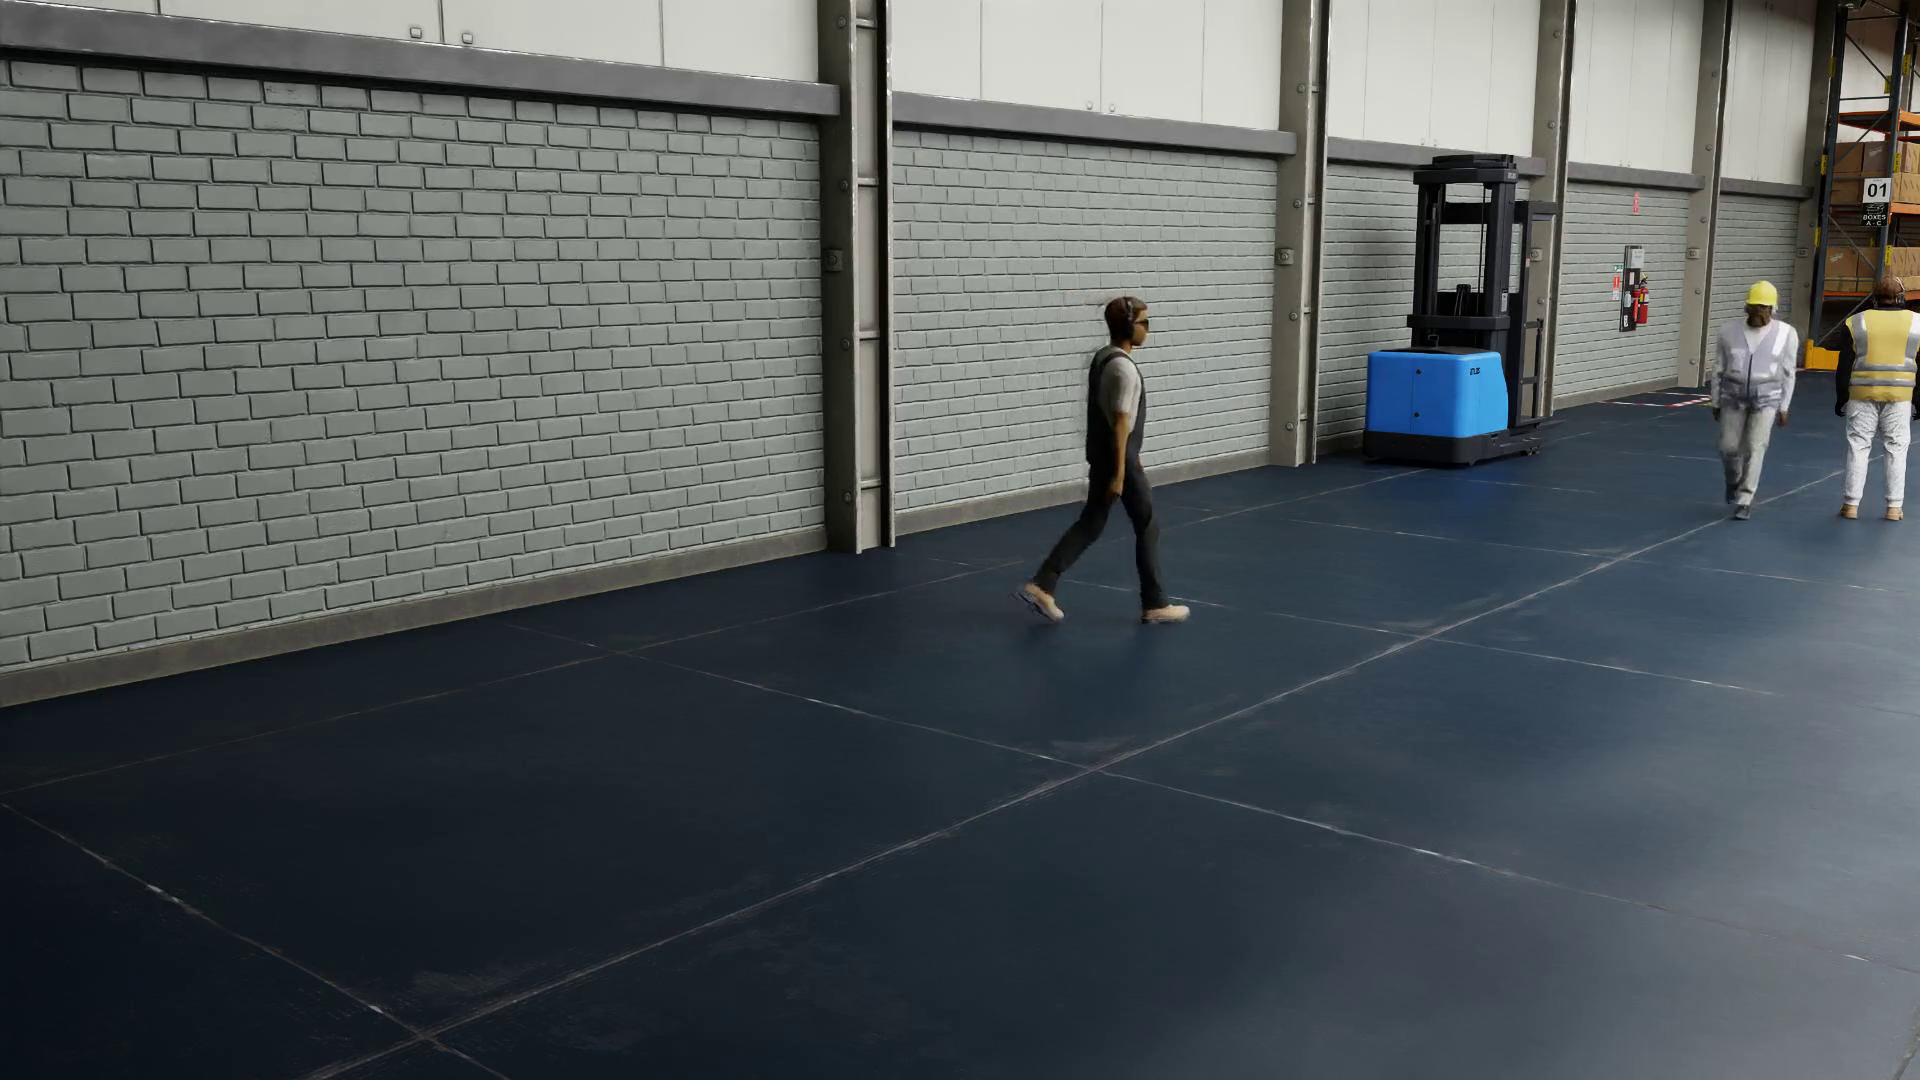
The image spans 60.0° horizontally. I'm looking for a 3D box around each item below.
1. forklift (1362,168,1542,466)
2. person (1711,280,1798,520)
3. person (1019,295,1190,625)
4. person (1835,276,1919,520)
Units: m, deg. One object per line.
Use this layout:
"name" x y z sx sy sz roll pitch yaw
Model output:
"forklift" 4.875 -2.212 16.287 1.129 2.768 1.873 8 13 40
"person" 6.084 -1.083 12.774 0.587 1.813 0.537 6 12 32
"person" 0.787 -0.427 9.071 0.919 1.812 0.522 -3 10 -16
"person" 7.017 -1.081 12.687 0.633 1.839 0.429 4 11 22
